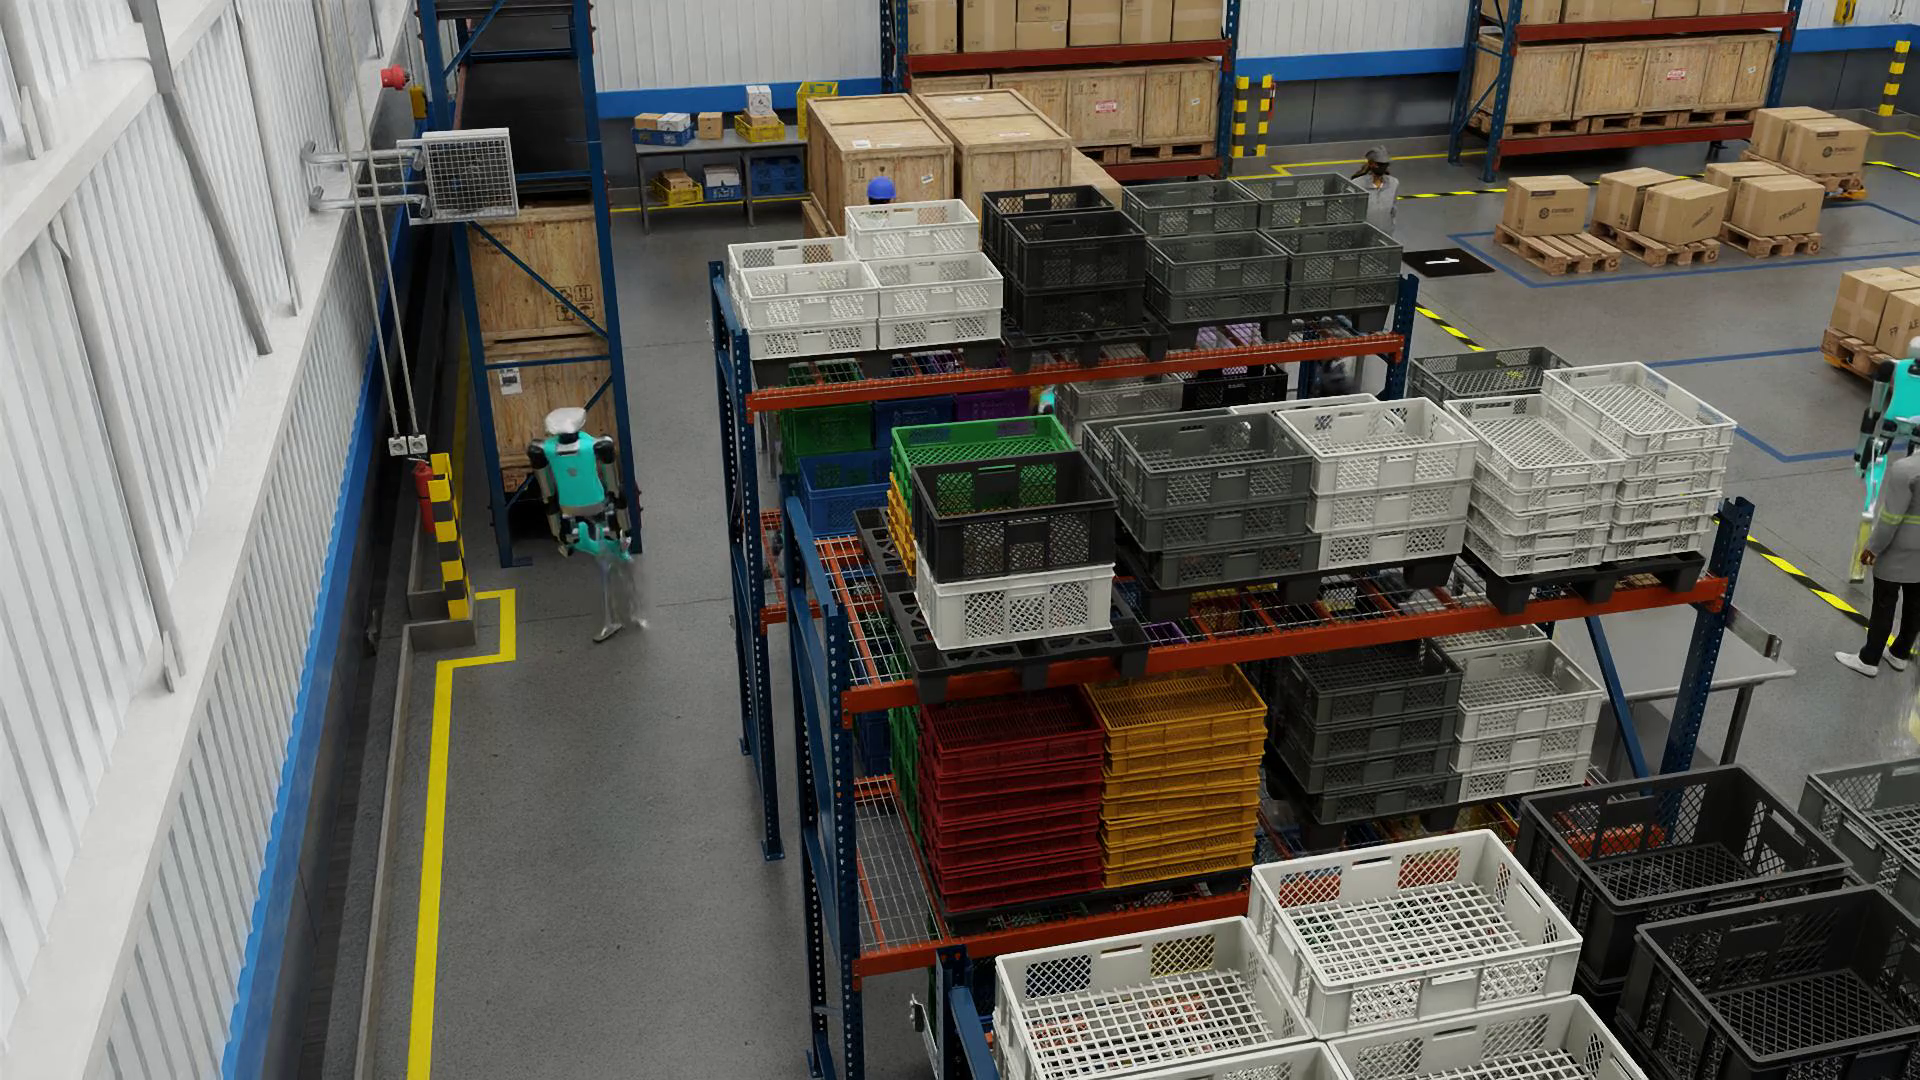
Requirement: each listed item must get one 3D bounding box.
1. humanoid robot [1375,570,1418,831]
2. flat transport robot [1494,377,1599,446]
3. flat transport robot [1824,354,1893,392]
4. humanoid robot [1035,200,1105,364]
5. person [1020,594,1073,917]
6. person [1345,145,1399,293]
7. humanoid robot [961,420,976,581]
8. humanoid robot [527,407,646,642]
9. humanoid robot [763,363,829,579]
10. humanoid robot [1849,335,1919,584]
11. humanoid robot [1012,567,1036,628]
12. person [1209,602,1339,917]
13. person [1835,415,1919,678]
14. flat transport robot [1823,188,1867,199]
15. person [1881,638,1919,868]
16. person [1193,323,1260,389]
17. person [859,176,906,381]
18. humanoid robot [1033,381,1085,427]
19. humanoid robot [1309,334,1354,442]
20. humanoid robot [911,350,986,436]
[{"bbox_3d":[2.221,0.901,8.840,0.590,1.633,0.464,-23,35,-36],"label":"humanoid robot"},{"bbox_3d":[4.780,-1.036,14.013,0.659,0.231,1.431,-6,28,-12],"label":"flat transport robot"},{"bbox_3d":[8.473,-1.467,14.800,0.652,0.197,1.431,-6,28,-12],"label":"flat transport robot"},{"bbox_3d":[1.017,-2.253,14.841,0.664,1.630,0.613,-2,28,-4],"label":"humanoid robot"},{"bbox_3d":[0.468,1.041,8.342,0.356,1.882,0.574,-4,28,-8],"label":"person"},{"bbox_3d":[3.898,-2.905,15.947,0.572,1.769,0.397,-8,29,-15],"label":"person"},{"bbox_3d":[-0.003,-0.029,10.572,0.315,1.659,0.599,1,28,2],"label":"humanoid robot"},{"bbox_3d":[-2.368,-0.109,10.713,0.576,1.806,0.822,-2,28,-3],"label":"humanoid robot"},{"bbox_3d":[-1.067,-0.476,11.489,0.742,1.620,0.610,-7,29,-12],"label":"humanoid robot"},{"bbox_3d":[6.388,-0.448,11.377,0.530,1.758,1.048,14,31,25],"label":"humanoid robot"},{"bbox_3d":[0.077,0.959,8.749,0.746,1.847,0.544,8,29,15],"label":"humanoid robot"},{"bbox_3d":[1.649,1.117,8.313,0.734,1.778,0.614,12,30,21],"label":"person"},{"bbox_3d":[5.894,-0.004,10.360,0.587,1.848,0.397,-7,29,-13],"label":"person"},{"bbox_3d":[10.158,-4.284,20.144,1.431,0.197,0.652,-6,28,-12],"label":"flat transport robot"},{"bbox_3d":[5.217,0.995,8.517,0.742,1.801,0.656,-12,30,-21],"label":"person"},{"bbox_3d":[1.945,-1.207,12.437,0.607,2.044,0.367,-19,33,-31],"label":"person"},{"bbox_3d":[-0.680,-2.166,14.357,0.603,1.948,0.389,22,35,35],"label":"person"},{"bbox_3d":[0.849,-0.280,10.940,0.726,1.743,0.530,16,32,28],"label":"humanoid robot"},{"bbox_3d":[2.573,-0.668,11.800,0.451,1.654,0.608,-15,31,-27],"label":"humanoid robot"},{"bbox_3d":[-0.103,-0.366,11.064,0.531,1.695,0.743,4,28,8],"label":"humanoid robot"}]
